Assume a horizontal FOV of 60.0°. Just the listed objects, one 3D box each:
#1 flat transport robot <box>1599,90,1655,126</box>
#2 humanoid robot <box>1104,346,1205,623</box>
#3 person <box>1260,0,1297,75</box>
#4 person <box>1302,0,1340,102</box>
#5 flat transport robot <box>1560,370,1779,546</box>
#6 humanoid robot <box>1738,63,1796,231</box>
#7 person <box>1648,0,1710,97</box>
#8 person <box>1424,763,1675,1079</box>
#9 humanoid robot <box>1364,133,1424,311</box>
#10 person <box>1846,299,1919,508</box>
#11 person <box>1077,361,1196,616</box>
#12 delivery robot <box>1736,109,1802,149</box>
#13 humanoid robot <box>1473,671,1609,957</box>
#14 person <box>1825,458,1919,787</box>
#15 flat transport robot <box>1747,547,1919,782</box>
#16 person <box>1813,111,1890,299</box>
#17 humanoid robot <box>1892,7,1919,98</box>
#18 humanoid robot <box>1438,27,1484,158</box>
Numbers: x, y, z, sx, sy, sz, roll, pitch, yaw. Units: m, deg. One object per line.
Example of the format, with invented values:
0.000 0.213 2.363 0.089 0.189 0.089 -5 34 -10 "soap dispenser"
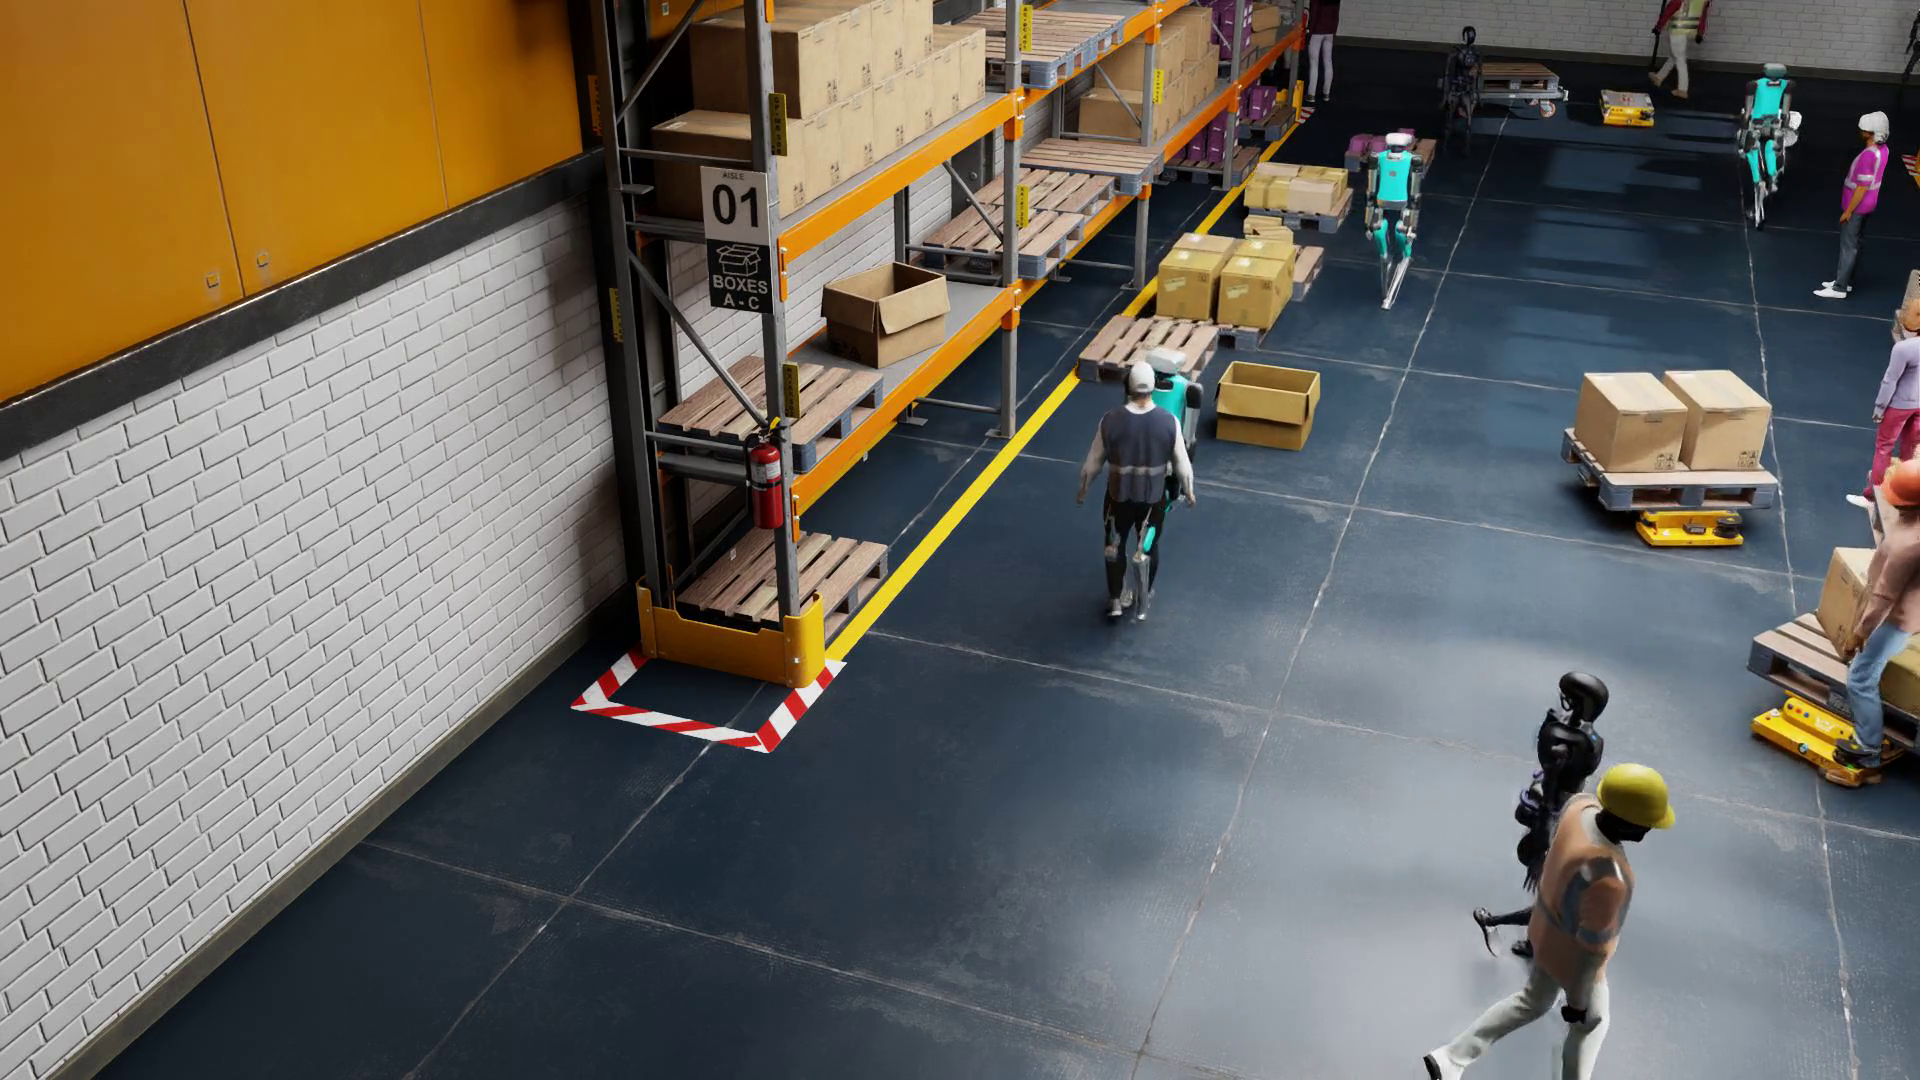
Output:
9.481 -6.149 23.678 0.659 0.231 1.431 8 28 14 "flat transport robot"
1.177 -0.287 10.755 0.555 1.802 0.832 12 30 23 "humanoid robot"
4.971 -8.235 25.920 0.652 1.926 0.487 -1 27 -2 "person"
5.282 -7.402 24.277 0.497 1.948 0.428 -8 28 -14 "person"
5.226 -0.348 12.426 0.659 0.231 1.431 -1 27 -1 "flat transport robot"
9.086 -4.359 18.662 0.551 1.822 0.890 1 27 3 "humanoid robot"
10.691 -7.581 24.804 0.625 1.784 0.985 -13 30 -23 "person"
2.437 1.654 6.773 0.815 1.887 0.599 0 27 0 "person"
4.236 -3.080 16.227 0.551 1.895 0.771 12 30 22 "humanoid robot"
6.908 -0.982 12.171 0.500 1.627 0.295 -7 28 -13 "person"
1.145 -0.316 10.760 0.777 1.765 0.502 2 27 4 "person"
10.829 -5.538 22.185 0.774 0.599 0.499 8 28 15 "delivery robot"
2.723 1.290 7.715 0.392 1.650 0.615 18 32 30 "humanoid robot"
5.116 0.420 9.116 0.728 1.947 0.384 -24 36 -39 "person"
5.412 0.994 9.822 1.431 0.231 0.659 -16 31 -28 "flat transport robot"
8.853 -3.303 16.435 0.338 1.847 0.508 21 34 35 "person"
14.255 -7.320 24.450 0.594 1.642 0.617 -13 30 -24 "humanoid robot"
6.457 -5.740 21.359 0.595 1.639 0.577 -7 28 -14 "humanoid robot"
